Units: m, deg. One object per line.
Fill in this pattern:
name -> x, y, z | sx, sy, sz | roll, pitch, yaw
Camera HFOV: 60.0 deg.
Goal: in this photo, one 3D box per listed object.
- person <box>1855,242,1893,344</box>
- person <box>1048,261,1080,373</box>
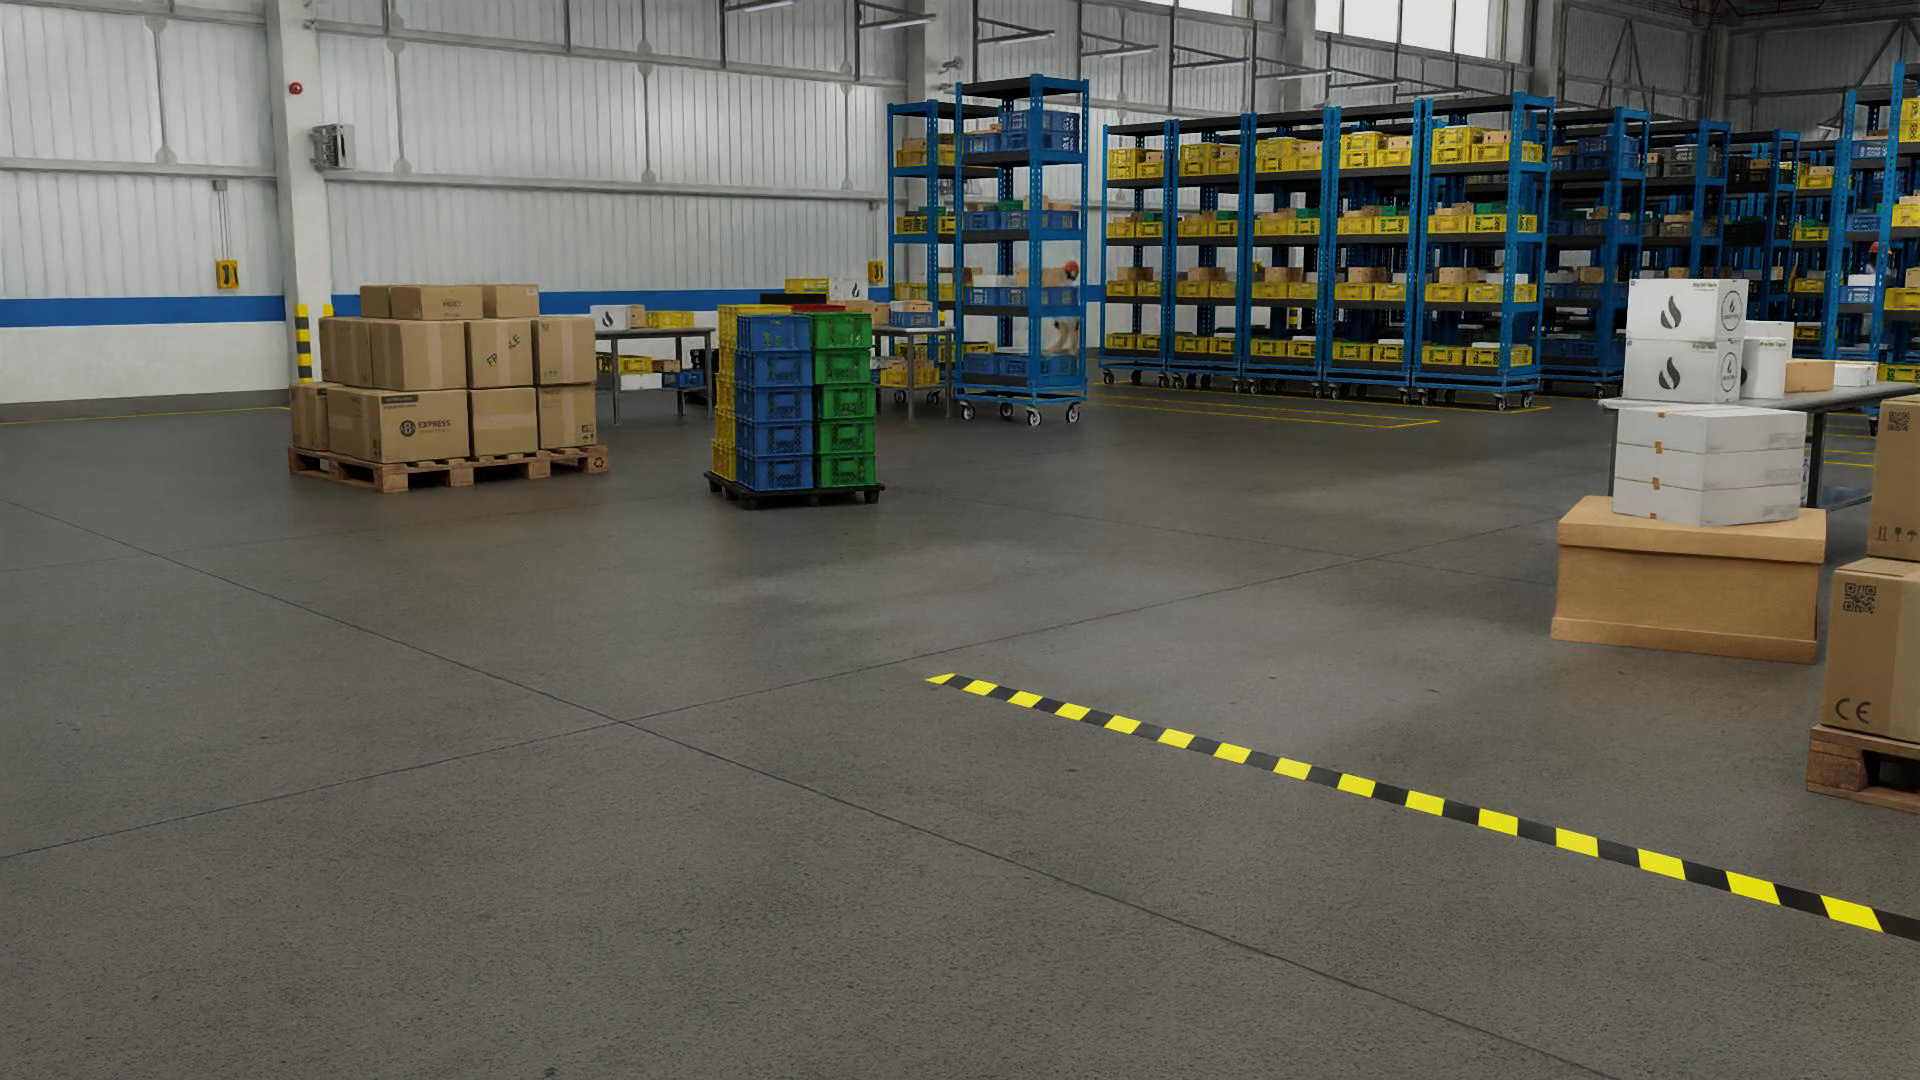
person -> 13.210, -3.303, 24.040 | 0.604, 2.034, 0.410 | -4, 10, -25
person -> 1.634, -3.437, 25.708 | 0.605, 1.738, 0.572 | -8, 13, -41
